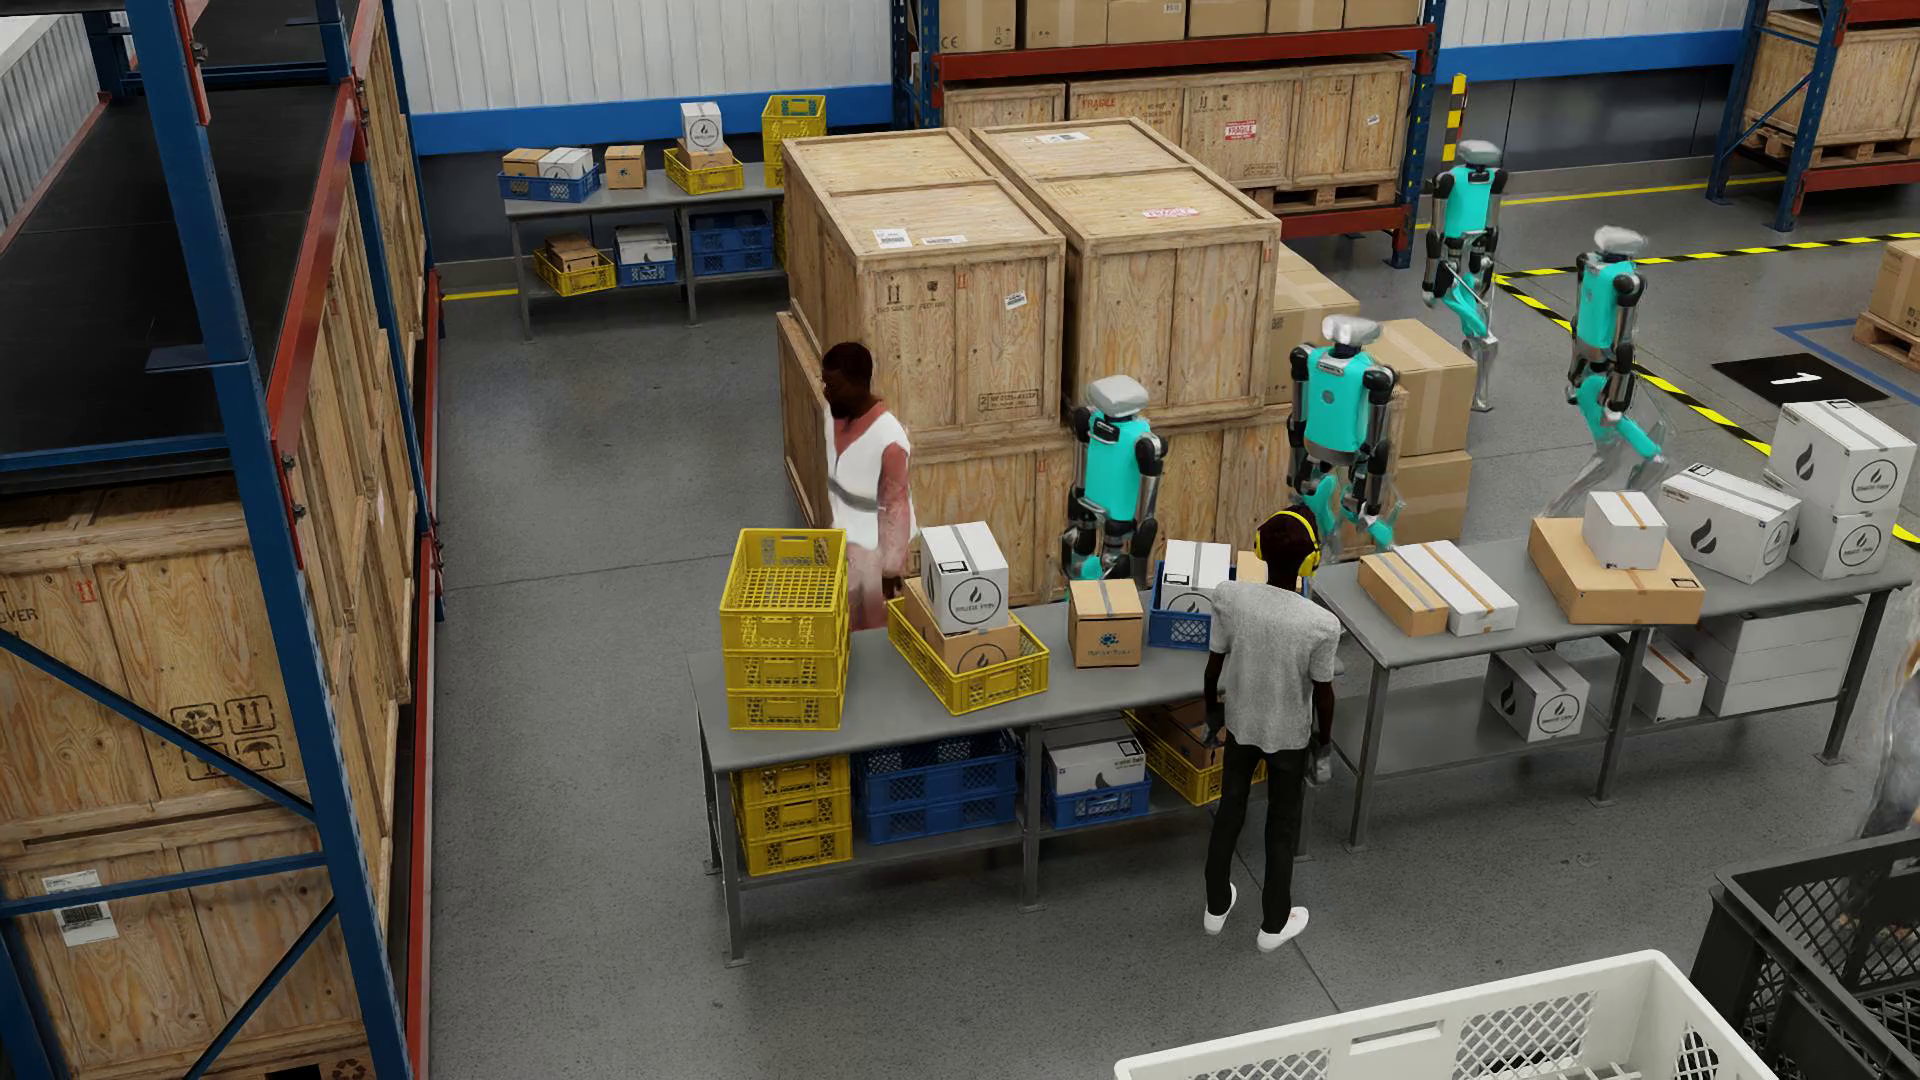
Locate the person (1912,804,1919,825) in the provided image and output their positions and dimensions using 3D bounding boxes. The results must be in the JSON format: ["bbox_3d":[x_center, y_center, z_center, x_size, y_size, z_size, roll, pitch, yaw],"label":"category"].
[{"bbox_3d":[4.286,0.361,6.845,0.628,1.835,0.429,-16,33,-27],"label":"person"}]

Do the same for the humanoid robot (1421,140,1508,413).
[{"bbox_3d":[3.290,-1.588,10.527,0.555,1.760,1.042,-12,31,-21],"label":"humanoid robot"}]

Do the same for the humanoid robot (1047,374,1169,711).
[{"bbox_3d":[0.526,0.172,7.283,0.898,1.766,0.550,-18,34,-30],"label":"humanoid robot"}]

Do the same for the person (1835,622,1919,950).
[{"bbox_3d":[3.645,0.756,6.131,0.410,1.827,0.547,-12,31,-21],"label":"person"}]

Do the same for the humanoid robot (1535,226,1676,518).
[{"bbox_3d":[3.621,-0.844,9.141,0.822,1.794,0.569,-5,29,-8],"label":"humanoid robot"}]

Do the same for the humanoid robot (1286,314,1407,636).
[{"bbox_3d":[1.925,-0.288,8.138,0.539,1.819,0.689,25,38,38],"label":"humanoid robot"}]

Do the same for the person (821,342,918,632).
[{"bbox_3d":[-0.390,-0.009,7.478,0.614,1.893,0.626,-18,34,-30],"label":"person"}]

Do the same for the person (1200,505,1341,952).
[{"bbox_3d":[1.143,0.712,6.164,0.525,1.871,0.324,16,33,26],"label":"person"}]
